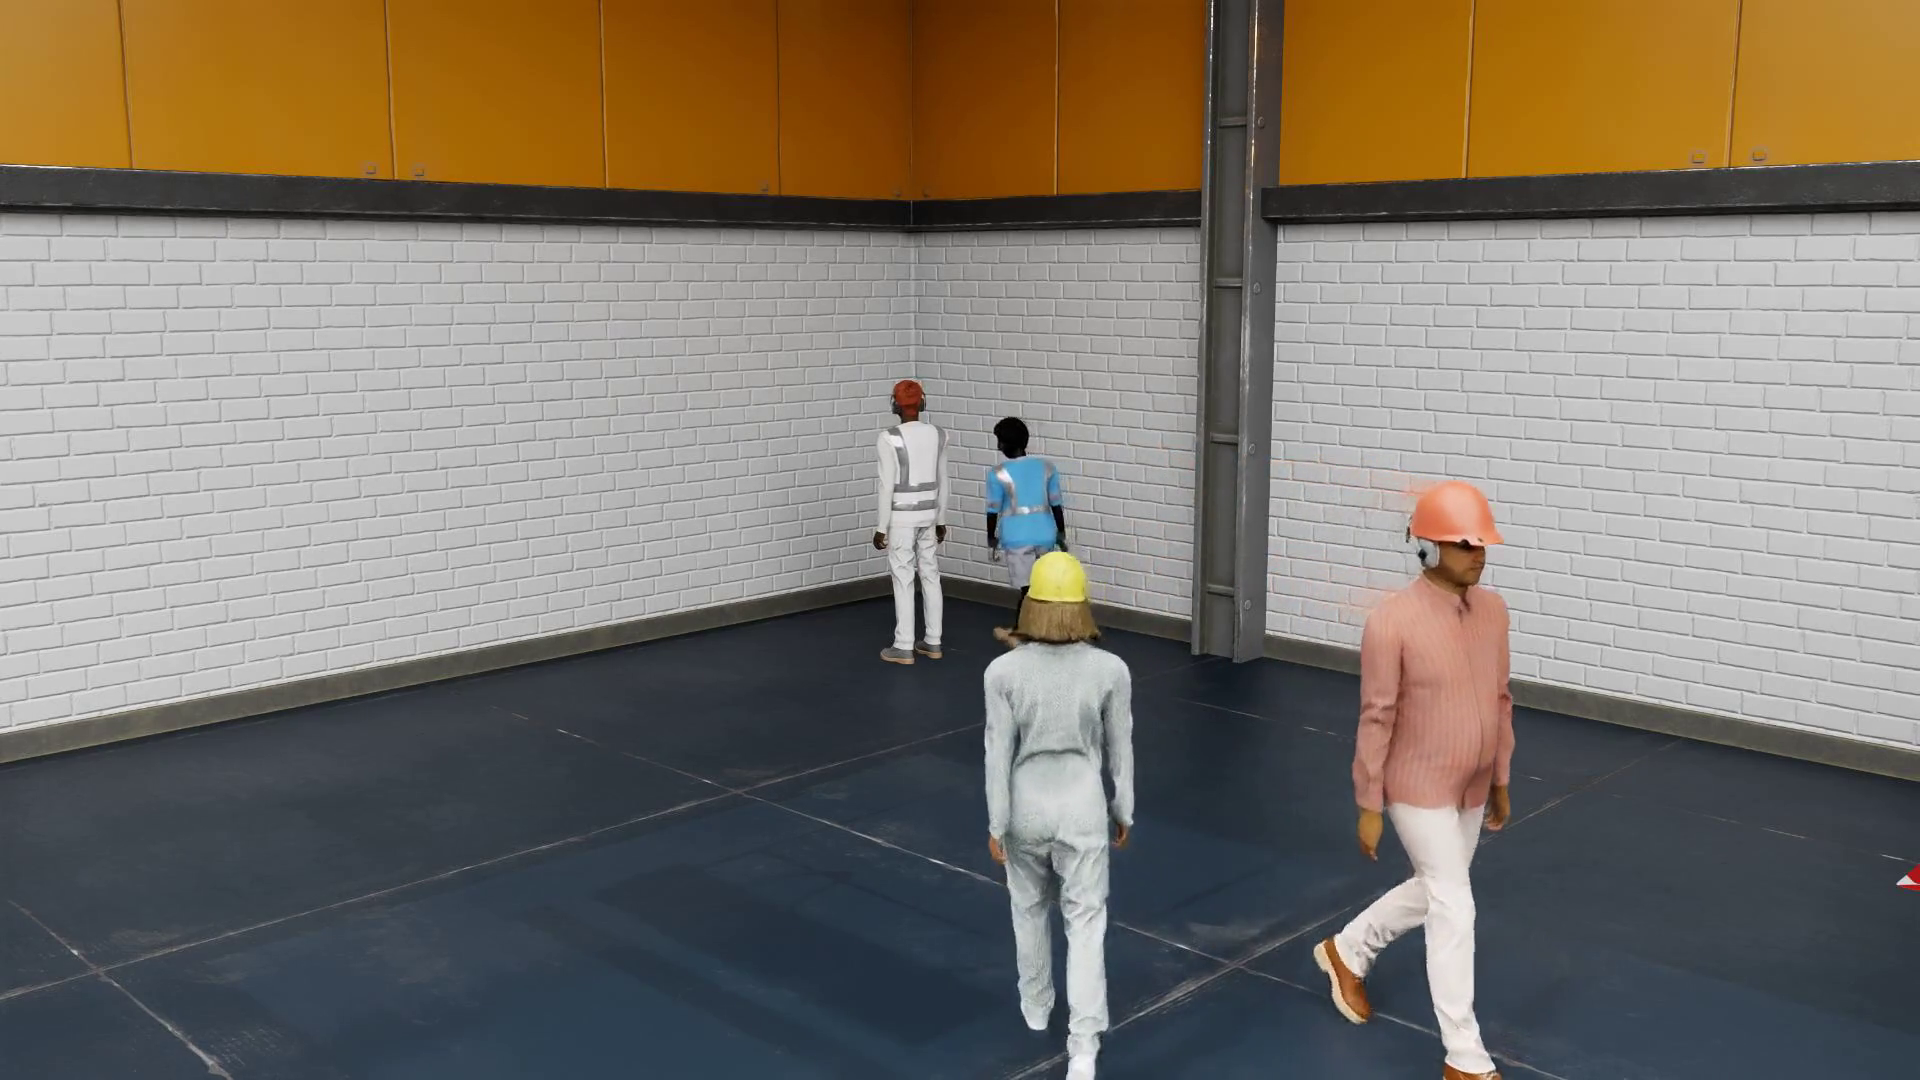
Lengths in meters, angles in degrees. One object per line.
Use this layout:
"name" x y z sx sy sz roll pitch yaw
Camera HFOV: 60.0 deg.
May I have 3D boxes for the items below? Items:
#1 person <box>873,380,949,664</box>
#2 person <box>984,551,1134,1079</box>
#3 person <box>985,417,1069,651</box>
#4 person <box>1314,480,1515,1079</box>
"person" -0.322 -0.120 11.032 0.583 1.881 0.338 -8 12 -39
"person" 0.325 0.888 5.384 0.494 1.707 0.836 0 9 -2
"person" 0.439 0.012 10.958 0.578 1.629 0.894 -5 10 -28
"person" 1.497 0.765 5.376 0.623 1.963 0.920 -7 11 -35
